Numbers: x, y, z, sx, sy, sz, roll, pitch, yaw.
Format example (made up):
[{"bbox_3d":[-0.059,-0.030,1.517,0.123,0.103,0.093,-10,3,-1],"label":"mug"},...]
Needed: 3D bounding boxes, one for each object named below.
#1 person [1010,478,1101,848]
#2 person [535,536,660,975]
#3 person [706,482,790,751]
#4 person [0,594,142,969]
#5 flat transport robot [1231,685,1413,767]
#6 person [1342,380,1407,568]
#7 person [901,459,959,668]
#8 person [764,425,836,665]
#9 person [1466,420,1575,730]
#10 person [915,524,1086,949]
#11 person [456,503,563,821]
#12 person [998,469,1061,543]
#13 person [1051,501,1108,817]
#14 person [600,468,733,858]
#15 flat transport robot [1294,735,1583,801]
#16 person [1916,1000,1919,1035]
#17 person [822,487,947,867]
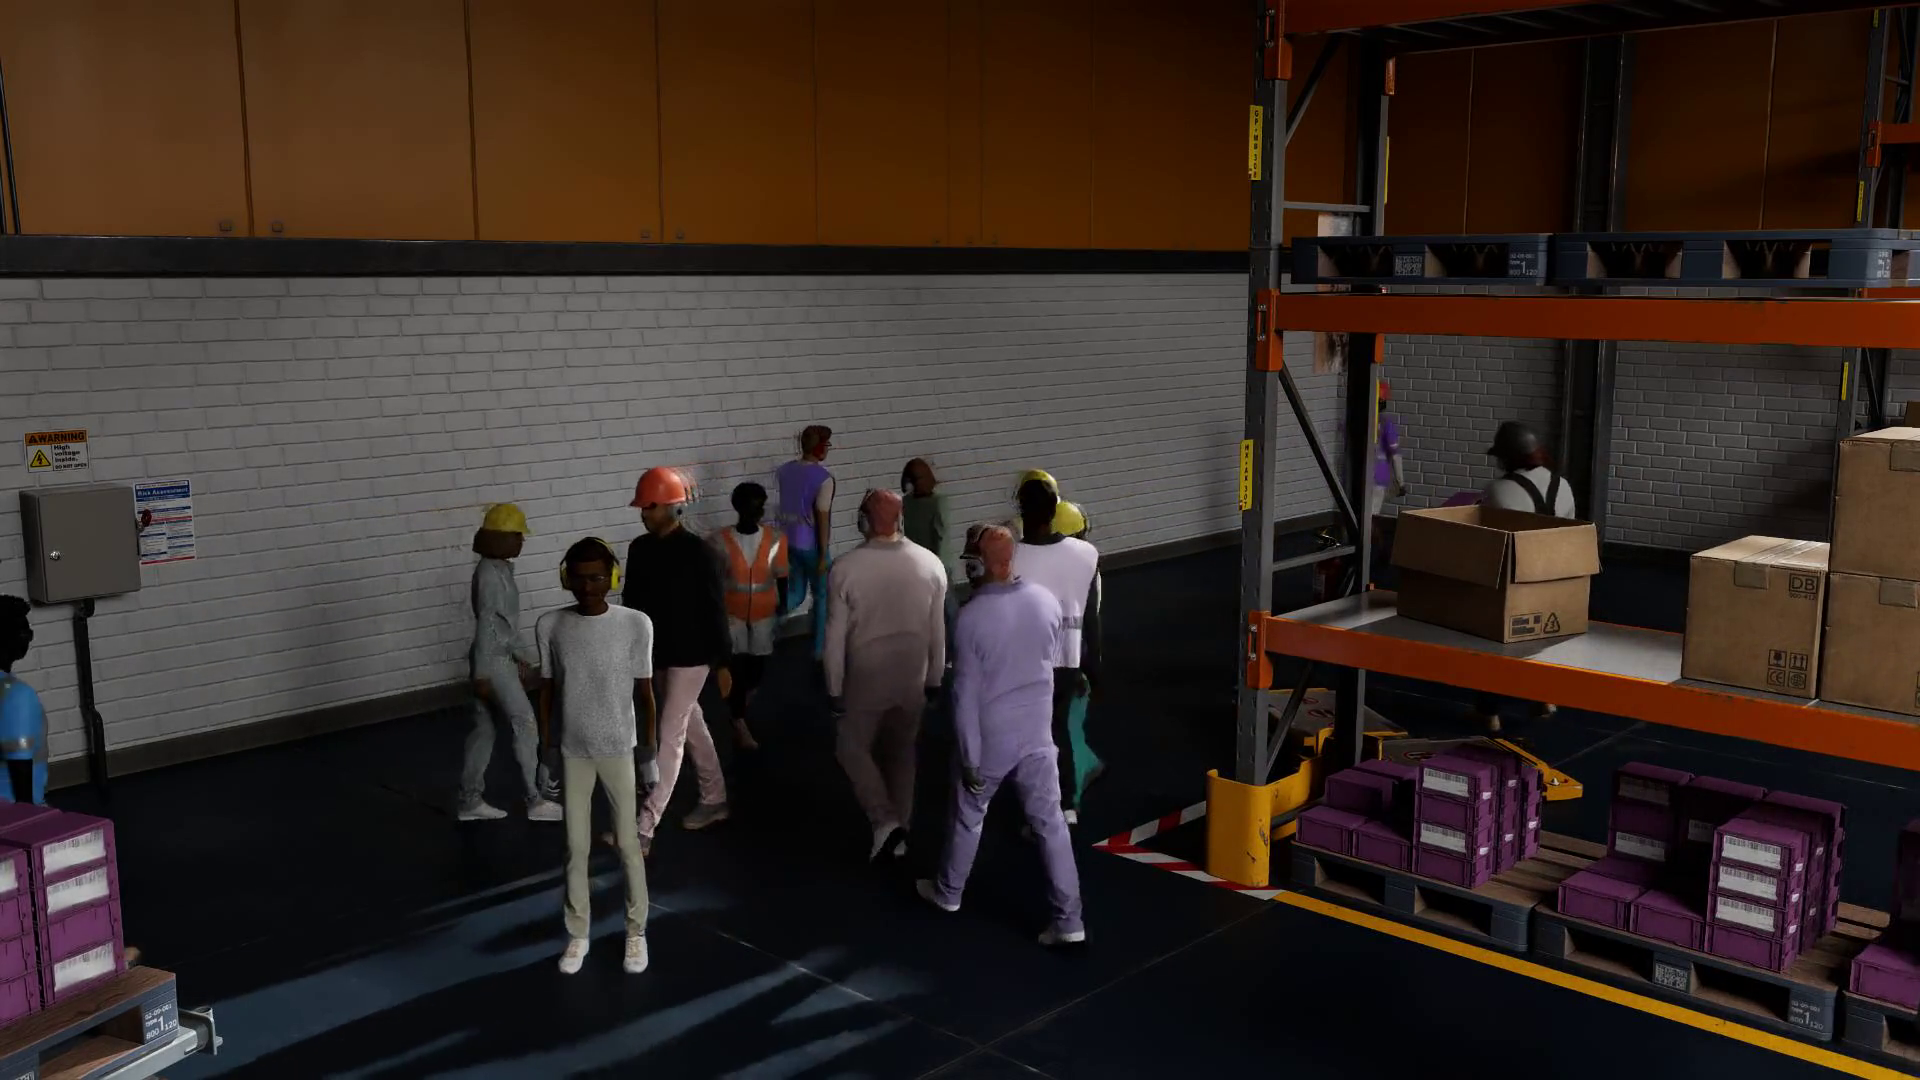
[{"bbox_3d":[0.415,0.637,8.427,0.607,1.900,0.458,-3,10,-20],"label":"person"},{"bbox_3d":[-1.520,0.900,6.958,0.515,1.861,0.317,0,9,0],"label":"person"},{"bbox_3d":[-1.364,0.428,10.441,0.560,1.662,0.720,-4,10,-21],"label":"person"},{"bbox_3d":[-3.733,1.034,6.680,0.552,1.659,0.790,6,11,33],"label":"person"},{"bbox_3d":[2.224,1.144,10.309,0.652,0.197,1.431,-2,9,-10],"label":"flat transport robot"},{"bbox_3d":[4.024,-0.597,16.046,1.012,1.880,0.558,-7,12,-37],"label":"person"},{"bbox_3d":[-0.227,0.190,12.127,0.505,1.587,0.835,9,13,44],"label":"person"},{"bbox_3d":[-1.170,0.063,12.212,0.587,1.815,0.702,8,12,41],"label":"person"},{"bbox_3d":[3.517,0.212,10.615,0.706,2.000,0.539,-4,10,-25],"label":"person"},{"bbox_3d":[0.188,0.851,7.311,0.636,1.855,1.040,-6,11,-34],"label":"person"},{"bbox_3d":[-2.368,0.658,8.862,0.764,1.710,0.498,-2,9,-9],"label":"person"},{"bbox_3d":[0.434,0.480,9.710,0.589,1.804,0.428,-7,12,-38],"label":"person"},{"bbox_3d":[0.586,0.643,8.880,0.462,1.744,0.548,-6,11,-32],"label":"person"},{"bbox_3d":[-1.528,0.607,8.475,0.655,1.939,1.009,8,12,40],"label":"person"},{"bbox_3d":[2.675,1.300,9.351,1.431,0.197,0.652,-2,9,-10],"label":"flat transport robot"},{"bbox_3d":[2.704,1.293,4.476,0.928,1.890,0.593,9,13,43],"label":"person"},{"bbox_3d":[-0.350,0.689,8.157,0.657,1.890,0.546,-5,10,-27],"label":"person"}]
